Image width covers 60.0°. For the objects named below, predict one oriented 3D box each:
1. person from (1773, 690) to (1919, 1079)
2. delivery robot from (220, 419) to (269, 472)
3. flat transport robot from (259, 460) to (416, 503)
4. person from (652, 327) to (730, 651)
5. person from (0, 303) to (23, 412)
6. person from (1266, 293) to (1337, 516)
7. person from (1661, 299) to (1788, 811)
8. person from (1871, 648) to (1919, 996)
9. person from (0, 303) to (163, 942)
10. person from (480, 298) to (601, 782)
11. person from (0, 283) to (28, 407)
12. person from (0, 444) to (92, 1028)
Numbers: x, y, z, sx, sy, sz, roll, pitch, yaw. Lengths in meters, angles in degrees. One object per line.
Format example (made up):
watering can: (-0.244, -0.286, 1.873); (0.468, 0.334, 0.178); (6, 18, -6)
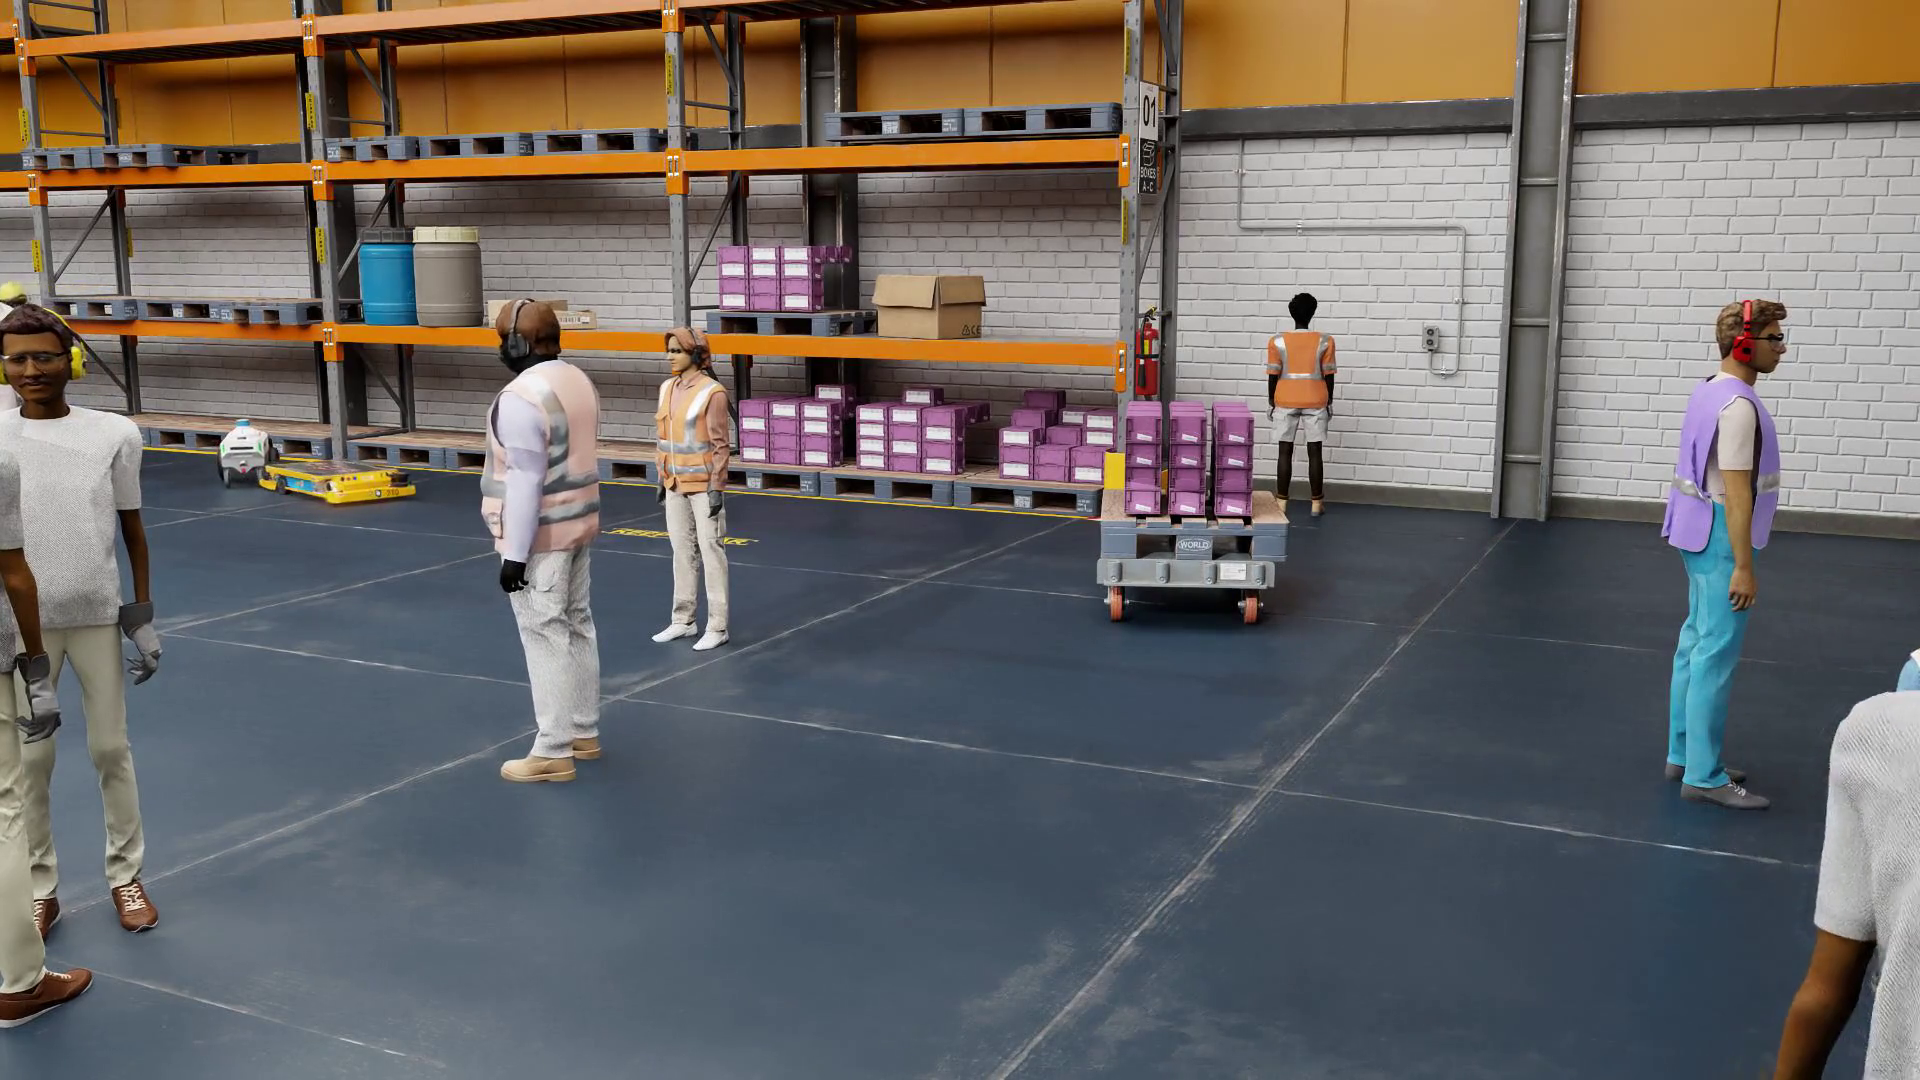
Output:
person: (1.152, 0.793, 1.805); (0.416, 1.851, 0.567); (-8, 13, -38)
delivery robot: (-6.188, -0.804, 14.397); (0.477, 0.478, 0.707); (-3, 10, -18)
flat transport robot: (-5.158, -0.500, 13.737); (1.431, 0.197, 0.652); (9, 13, 42)
person: (-1.360, -0.263, 8.463); (0.514, 1.641, 0.309); (8, 13, 40)
person: (-7.424, -1.121, 12.618); (0.654, 1.905, 0.408); (-5, 11, -25)
person: (2.589, -1.023, 12.651); (0.531, 1.697, 0.320); (2, 10, 9)
person: (2.790, 0.046, 6.103); (0.390, 1.846, 0.565); (2, 10, 12)
person: (1.807, 0.726, 2.809); (0.514, 1.639, 0.314); (3, 10, 15)
person: (-2.622, 0.252, 4.861); (0.514, 1.872, 0.328); (-5, 11, -27)
person: (-1.604, 0.002, 6.378); (0.429, 1.839, 0.634); (2, 10, 10)
person: (-8.494, -1.442, 14.984); (0.913, 1.721, 0.551); (4, 11, 23)
person: (-2.618, 0.349, 4.323); (0.532, 1.863, 0.319); (0, 10, 0)
